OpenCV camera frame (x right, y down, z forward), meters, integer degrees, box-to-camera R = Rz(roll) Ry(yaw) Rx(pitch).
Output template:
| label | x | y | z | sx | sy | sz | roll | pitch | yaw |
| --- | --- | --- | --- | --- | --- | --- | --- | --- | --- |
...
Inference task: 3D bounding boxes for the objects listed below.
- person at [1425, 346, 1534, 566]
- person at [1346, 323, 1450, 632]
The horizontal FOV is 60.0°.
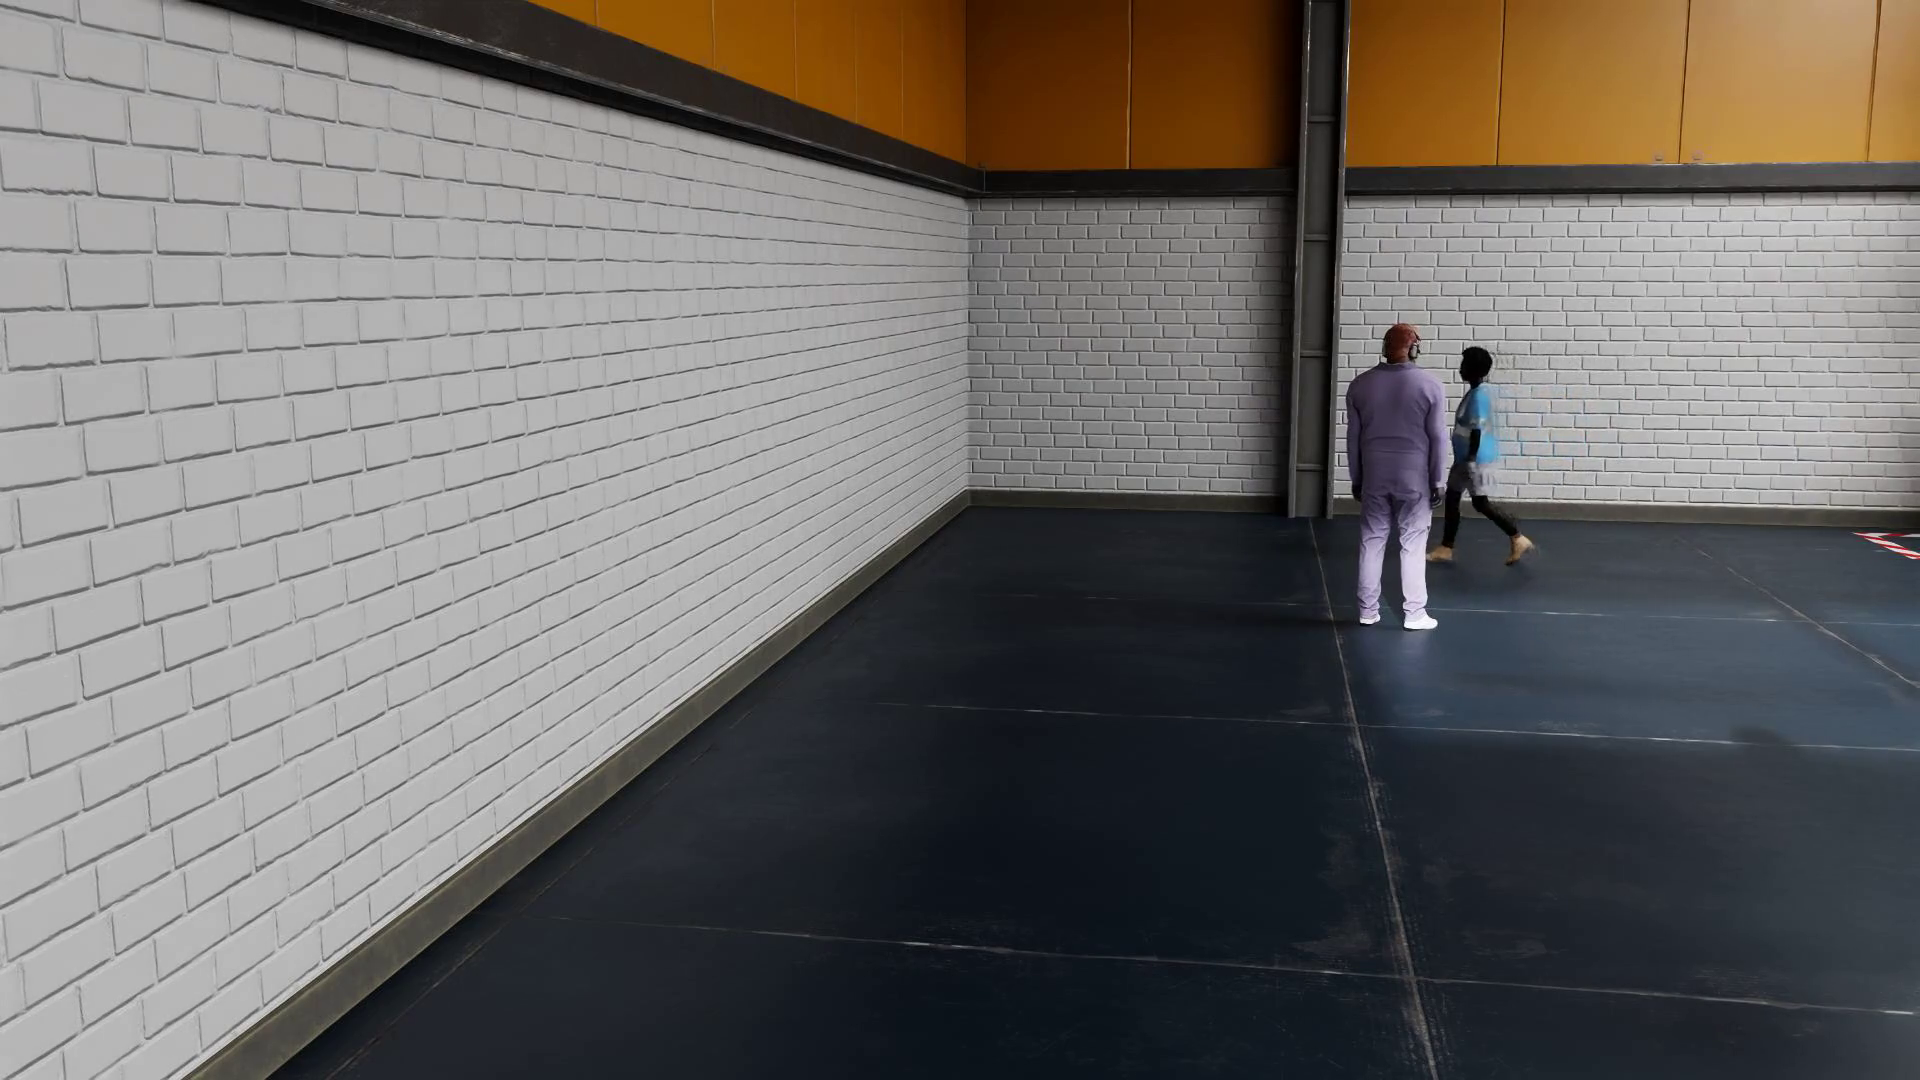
| label | x | y | z | sx | sy | sz | roll | pitch | yaw |
| --- | --- | --- | --- | --- | --- | --- | --- | --- | --- |
| person | 3.924 | -0.624 | 12.504 | 0.793 | 1.665 | 0.532 | 2 | 9 | 11 |
| person | 2.716 | -0.387 | 10.311 | 0.641 | 1.905 | 0.410 | 6 | 11 | 34 |
